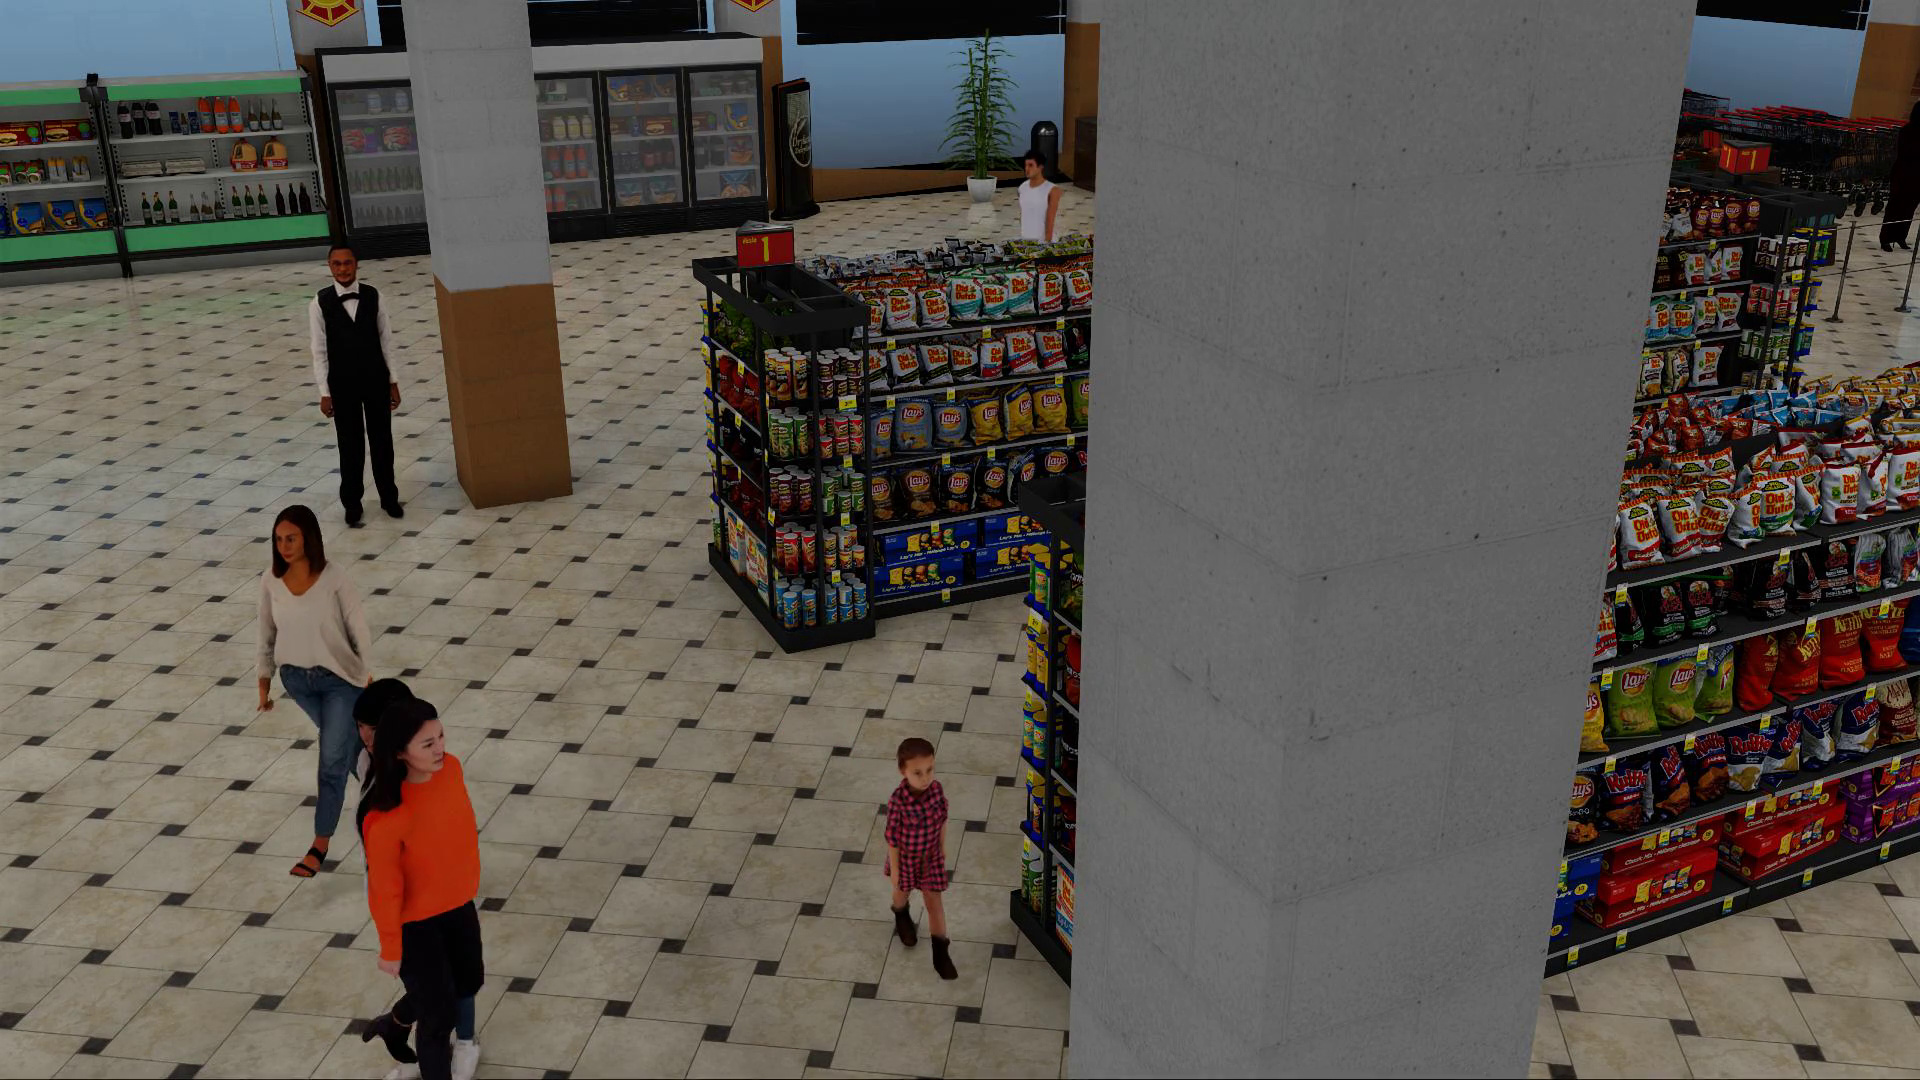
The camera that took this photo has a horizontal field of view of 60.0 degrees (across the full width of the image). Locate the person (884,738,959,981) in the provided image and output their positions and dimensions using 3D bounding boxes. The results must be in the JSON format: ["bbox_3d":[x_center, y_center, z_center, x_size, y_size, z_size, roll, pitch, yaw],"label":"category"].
[{"bbox_3d":[-0.193,1.246,6.779,0.677,1.001,0.515,-9,23,-20],"label":"person"}]

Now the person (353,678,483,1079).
[{"bbox_3d":[-1.935,1.222,5.995,0.746,1.630,0.787,10,24,23],"label":"person"}]

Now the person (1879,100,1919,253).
[{"bbox_3d":[11.149,-4.288,19.538,0.518,1.758,0.708,-10,24,-24],"label":"person"}]

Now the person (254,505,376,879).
[{"bbox_3d":[-2.818,0.607,7.507,1.079,1.645,1.065,4,22,10],"label":"person"}]

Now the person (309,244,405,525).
[{"bbox_3d":[-4.086,-1.069,11.314,0.509,1.916,0.756,-11,24,-25],"label":"person"}]

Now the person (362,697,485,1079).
[{"bbox_3d":[-1.887,1.286,5.701,0.957,1.731,0.892,6,23,15],"label":"person"}]

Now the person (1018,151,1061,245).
[{"bbox_3d":[0.823,-2.795,15.838,0.973,1.746,1.222,18,28,37],"label":"person"}]
